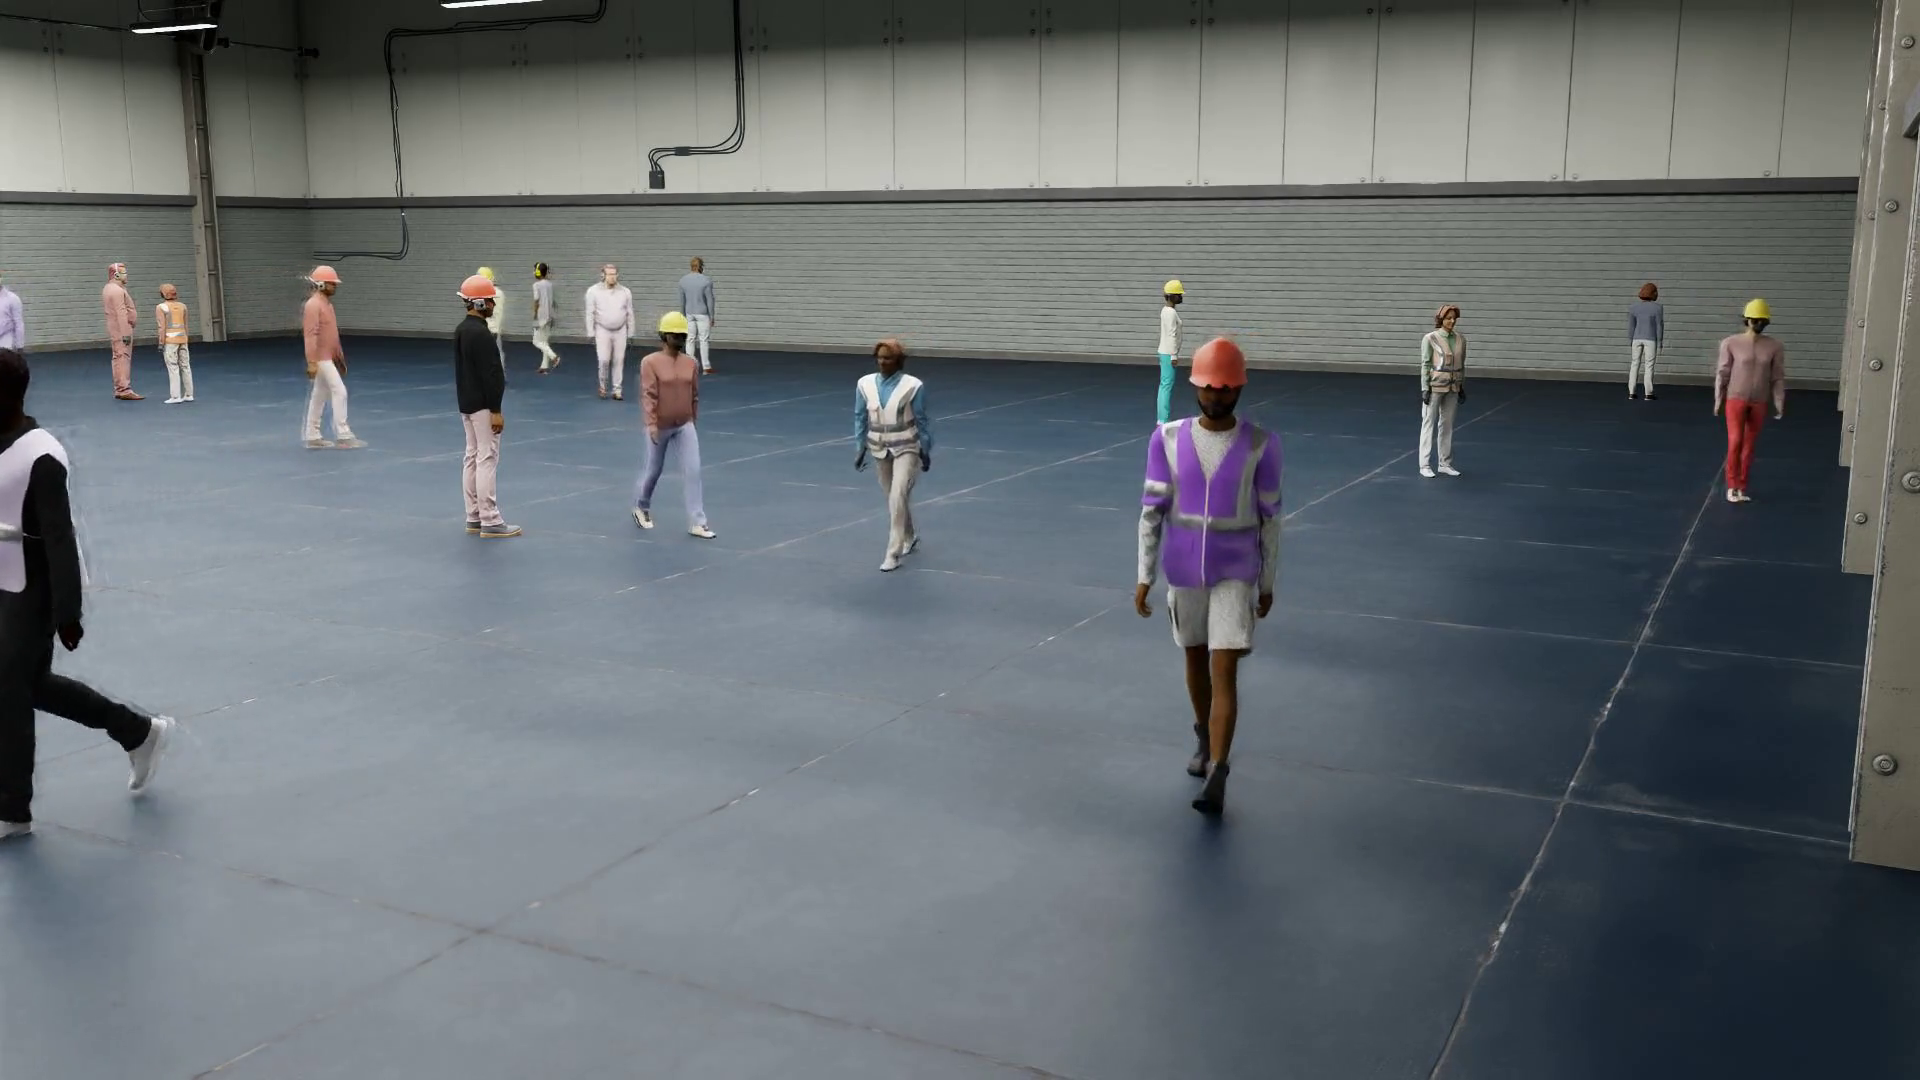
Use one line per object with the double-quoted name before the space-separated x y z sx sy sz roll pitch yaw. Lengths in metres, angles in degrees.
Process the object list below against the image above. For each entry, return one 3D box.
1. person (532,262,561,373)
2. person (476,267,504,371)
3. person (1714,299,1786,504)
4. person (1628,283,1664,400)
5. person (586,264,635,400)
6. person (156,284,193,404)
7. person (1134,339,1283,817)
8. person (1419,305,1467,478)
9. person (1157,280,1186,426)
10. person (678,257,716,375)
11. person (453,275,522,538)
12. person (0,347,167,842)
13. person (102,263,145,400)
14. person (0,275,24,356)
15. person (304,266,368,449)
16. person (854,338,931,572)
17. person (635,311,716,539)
"person" -6.877 -3.678 27.612 0.540 1.855 0.524 5 12 26
"person" -7.129 -3.159 24.877 0.610 1.806 0.730 7 12 33
"person" 6.771 -1.173 14.210 0.546 1.747 0.594 1 10 6
"person" 9.594 -2.773 23.274 0.286 1.633 0.499 -9 14 -41
"person" -4.848 -2.888 23.174 0.670 1.894 0.432 -5 12 -25
"person" -10.768 -2.683 22.780 0.314 1.636 0.516 4 11 20
"person" 1.003 0.134 6.742 0.554 1.881 1.007 4 11 19
"person" 4.605 -1.419 15.876 0.514 1.641 0.309 -5 11 -25
"person" 2.521 -2.205 19.816 0.310 1.768 0.533 0 10 -1
"person" -4.338 -3.696 27.489 0.627 1.936 0.374 4 11 19
"person" -3.646 -1.016 12.711 0.375 1.995 0.611 -8 13 -36
"person" -3.555 0.187 6.439 0.594 1.893 0.828 9 14 42
"person" -11.731 -2.915 23.306 0.409 1.907 0.651 -8 13 -37
"person" -12.480 -2.562 21.499 0.647 1.882 0.771 -1 10 -8
"person" -6.706 -1.947 17.849 0.837 1.961 0.643 -1 10 -6
"person" -0.436 -0.630 11.687 0.519 1.599 0.819 4 11 23
"person" -2.247 -0.900 12.813 0.524 1.726 0.888 -8 13 -36
